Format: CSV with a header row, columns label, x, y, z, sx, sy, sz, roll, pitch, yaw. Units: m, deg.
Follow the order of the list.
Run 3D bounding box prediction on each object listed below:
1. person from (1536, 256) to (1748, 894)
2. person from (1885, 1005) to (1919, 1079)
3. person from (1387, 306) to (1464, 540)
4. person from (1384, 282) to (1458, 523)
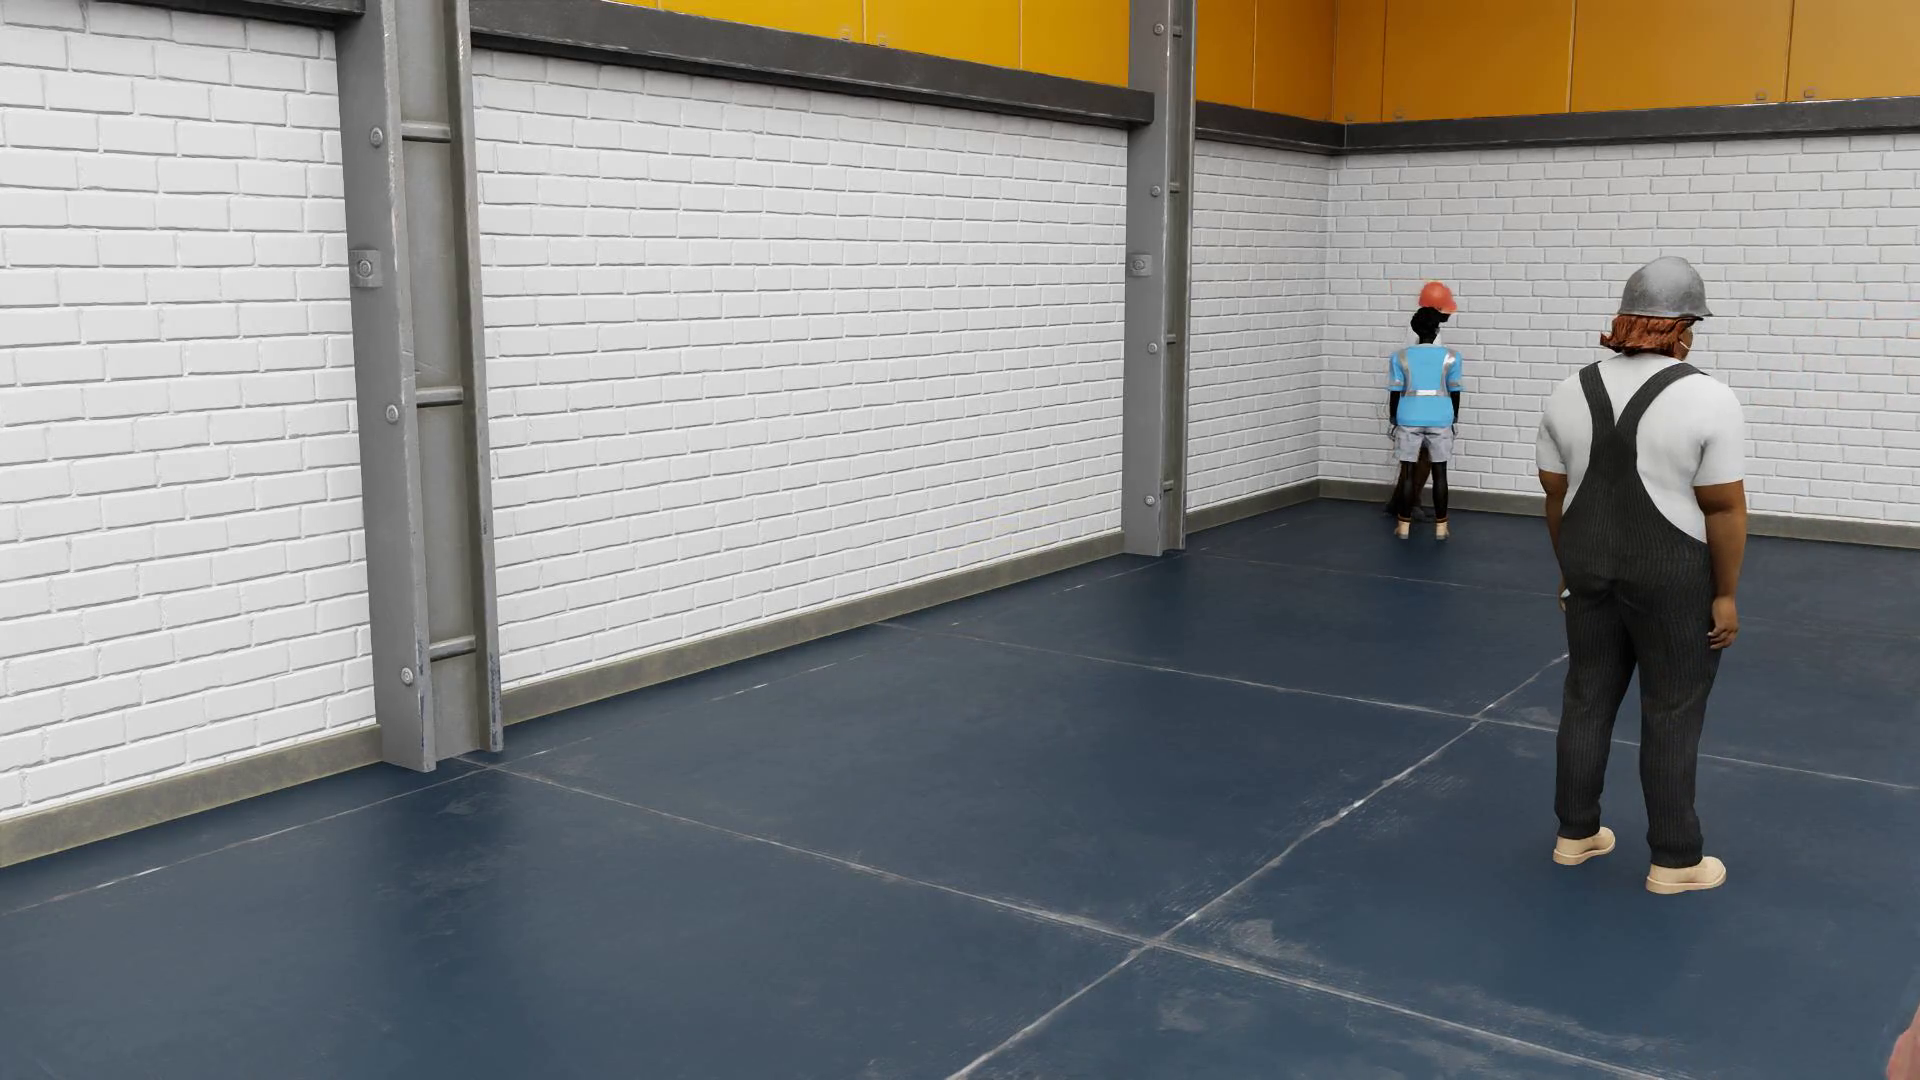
label,x,y,z,sx,sy,sz,roll,pitch,yaw
person,2.248,0.105,5.415,0.538,2.000,0.683,-7,12,-36
person,1.429,0.766,1.787,0.688,1.927,0.965,1,10,5
person,3.371,-0.845,12.089,0.531,1.697,0.322,2,10,12
person,3.560,-1.049,12.809,0.380,1.864,0.691,0,10,2
